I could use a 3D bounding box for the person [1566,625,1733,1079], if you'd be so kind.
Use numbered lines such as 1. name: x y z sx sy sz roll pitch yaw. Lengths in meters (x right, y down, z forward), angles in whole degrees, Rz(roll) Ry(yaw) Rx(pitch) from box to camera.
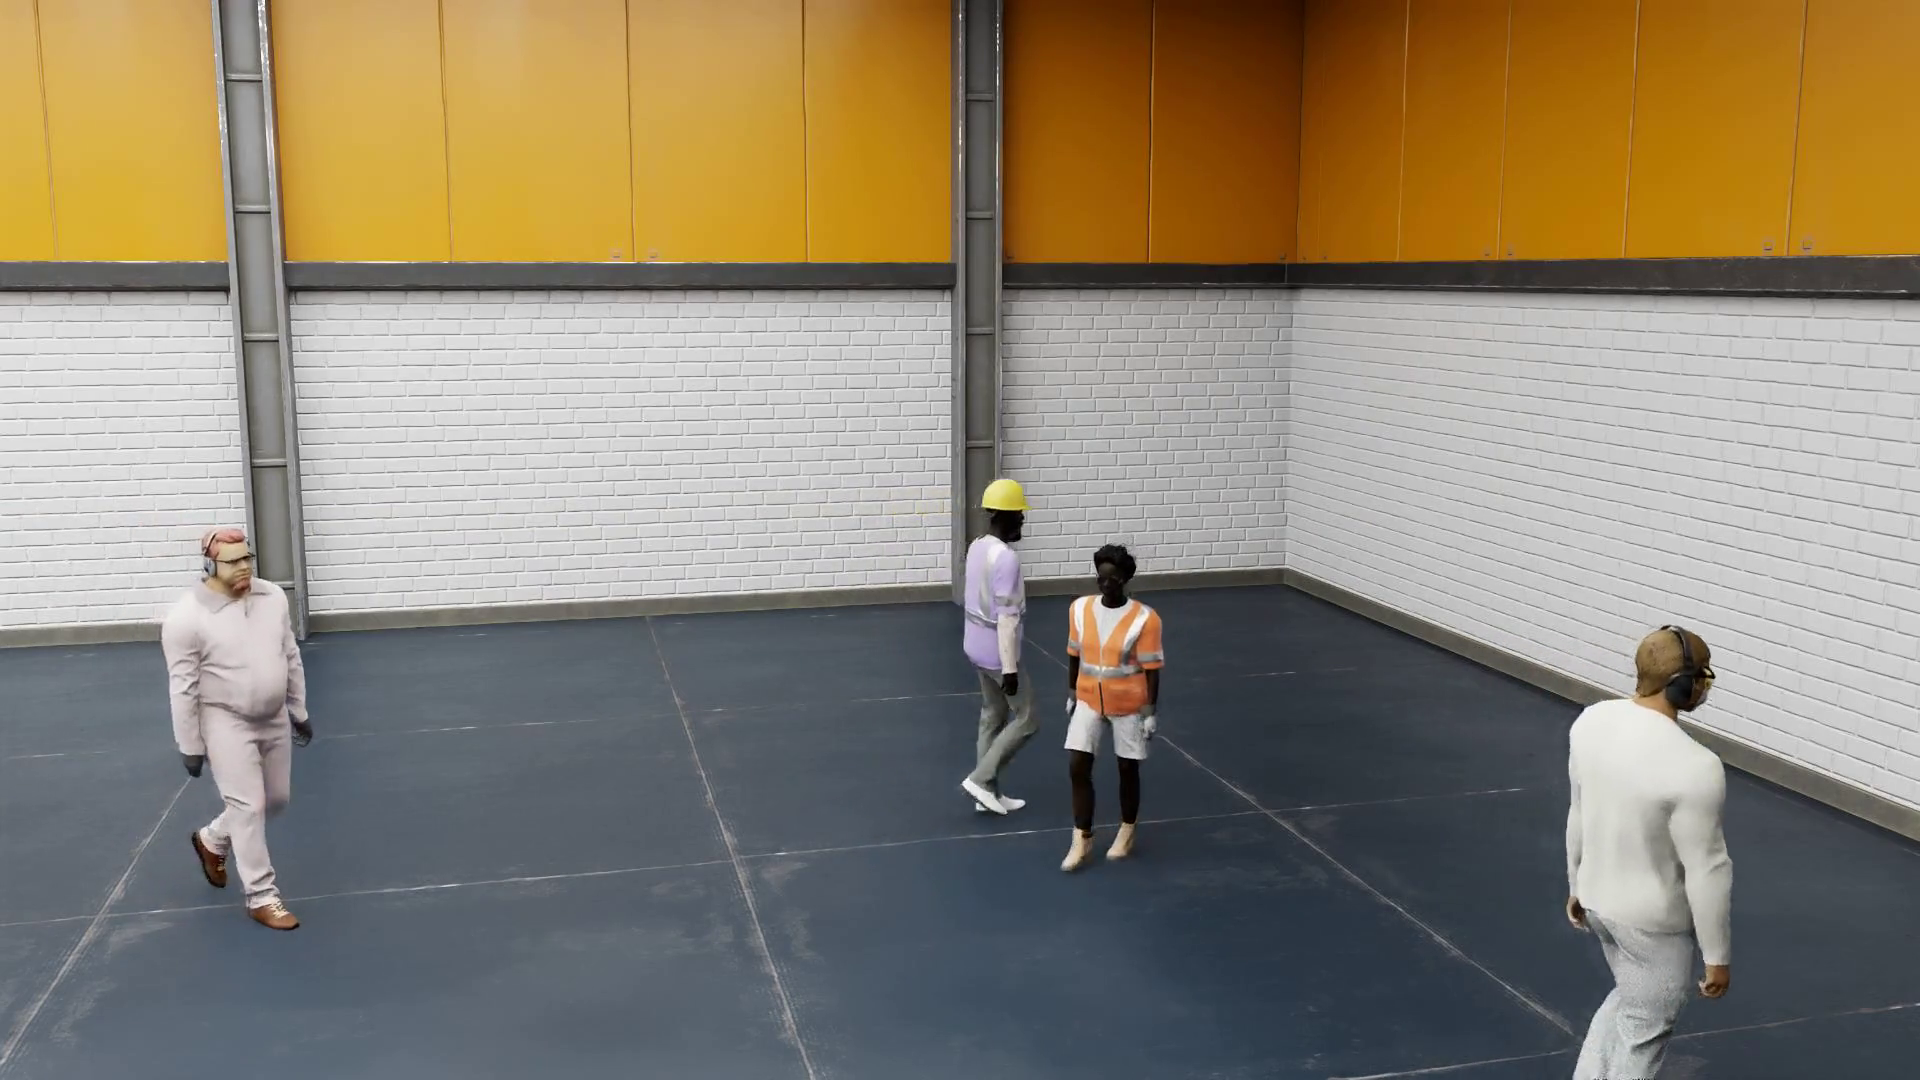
1. person: 2.236 1.218 5.390 0.436 1.927 0.662 -2 9 -14

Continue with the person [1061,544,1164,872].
1. person: 0.740 0.855 8.409 0.556 1.671 0.663 5 10 28

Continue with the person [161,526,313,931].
1. person: -3.413 0.853 7.822 0.775 1.881 0.651 4 10 26

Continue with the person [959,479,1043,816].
1. person: 0.234 0.610 9.241 0.420 1.908 0.607 -3 10 -18
